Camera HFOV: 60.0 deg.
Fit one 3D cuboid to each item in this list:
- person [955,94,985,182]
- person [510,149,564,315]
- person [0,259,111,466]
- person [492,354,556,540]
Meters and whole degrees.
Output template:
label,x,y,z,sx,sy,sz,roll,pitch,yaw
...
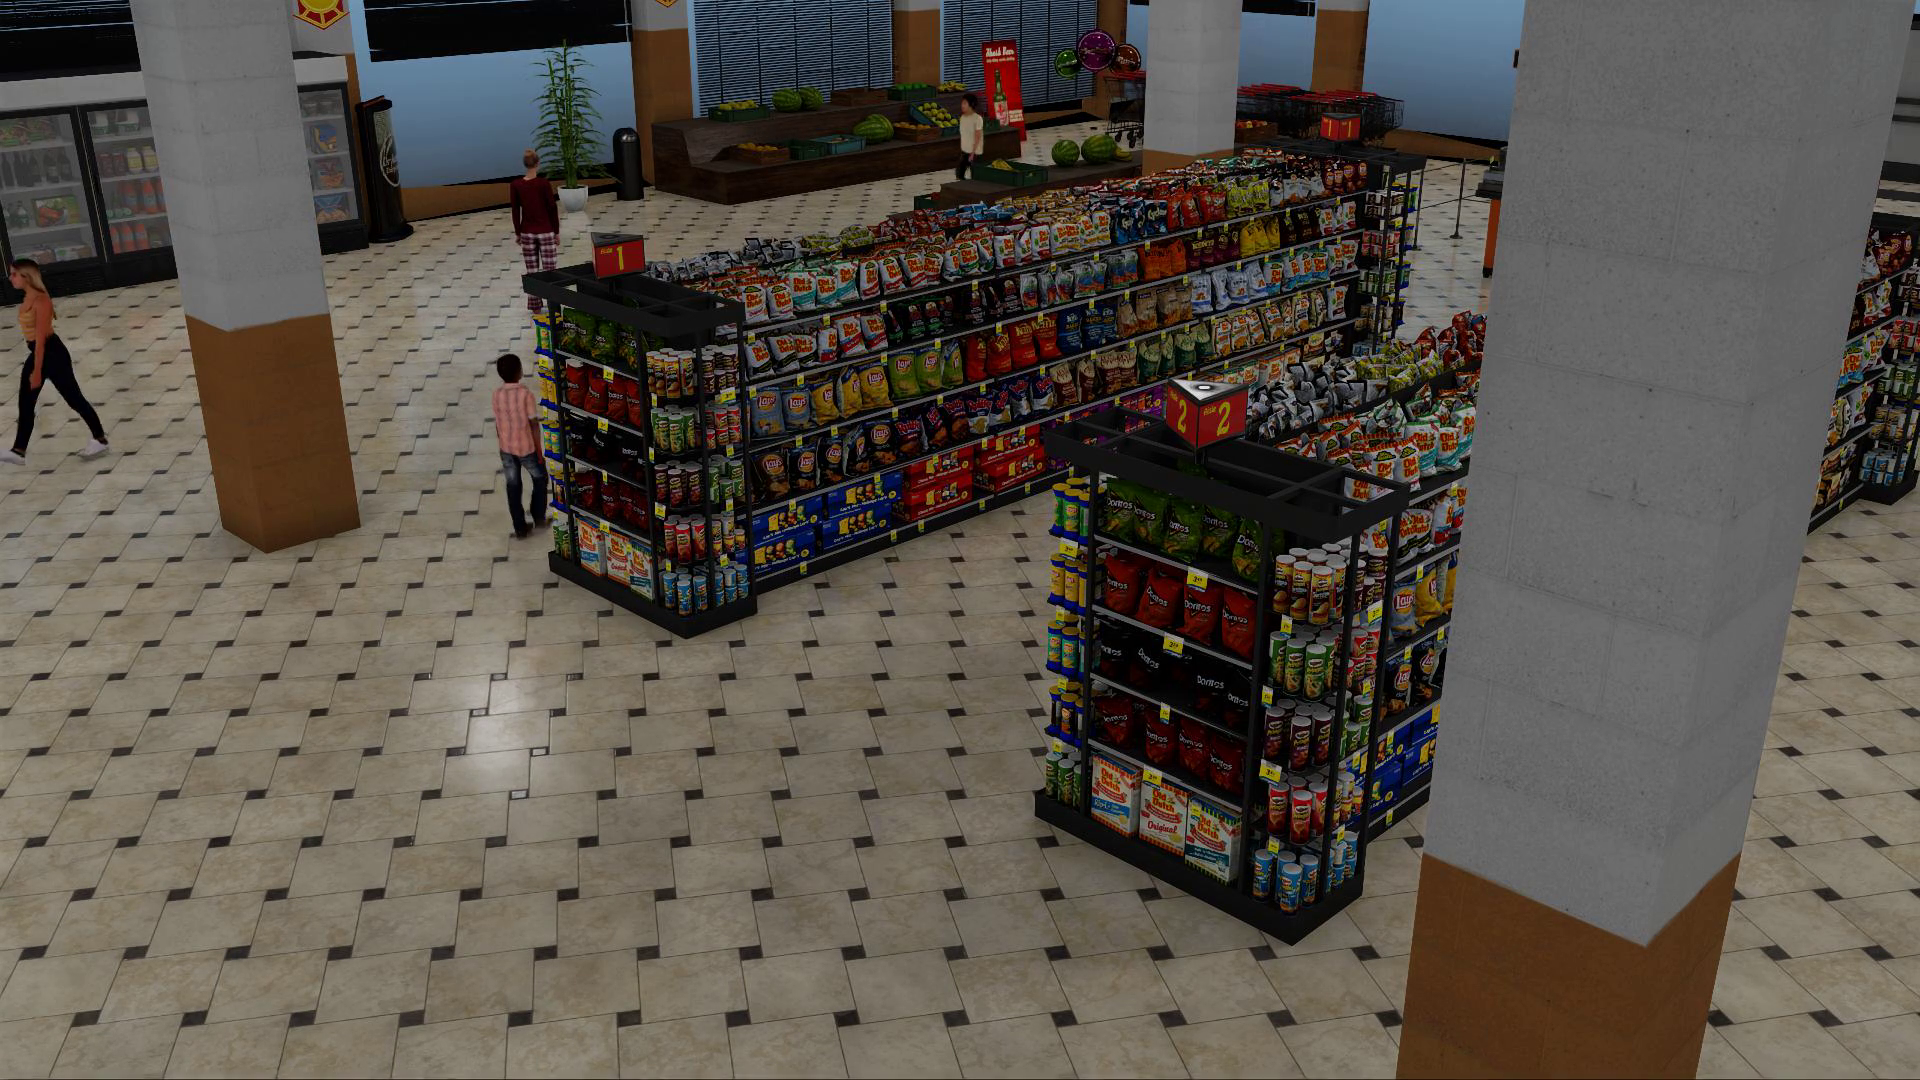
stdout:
label,x,y,z,sx,sy,sz,roll,pitch,yaw
person,0.207,-5.230,22.505,0.592,1.575,0.571,20,29,40
person,-4.396,-3.208,17.291,0.661,1.710,0.733,-1,22,-2
person,-6.953,-1.364,12.866,0.626,1.588,1.079,18,28,38
person,-3.053,-0.622,11.407,0.663,1.298,0.723,4,22,10
